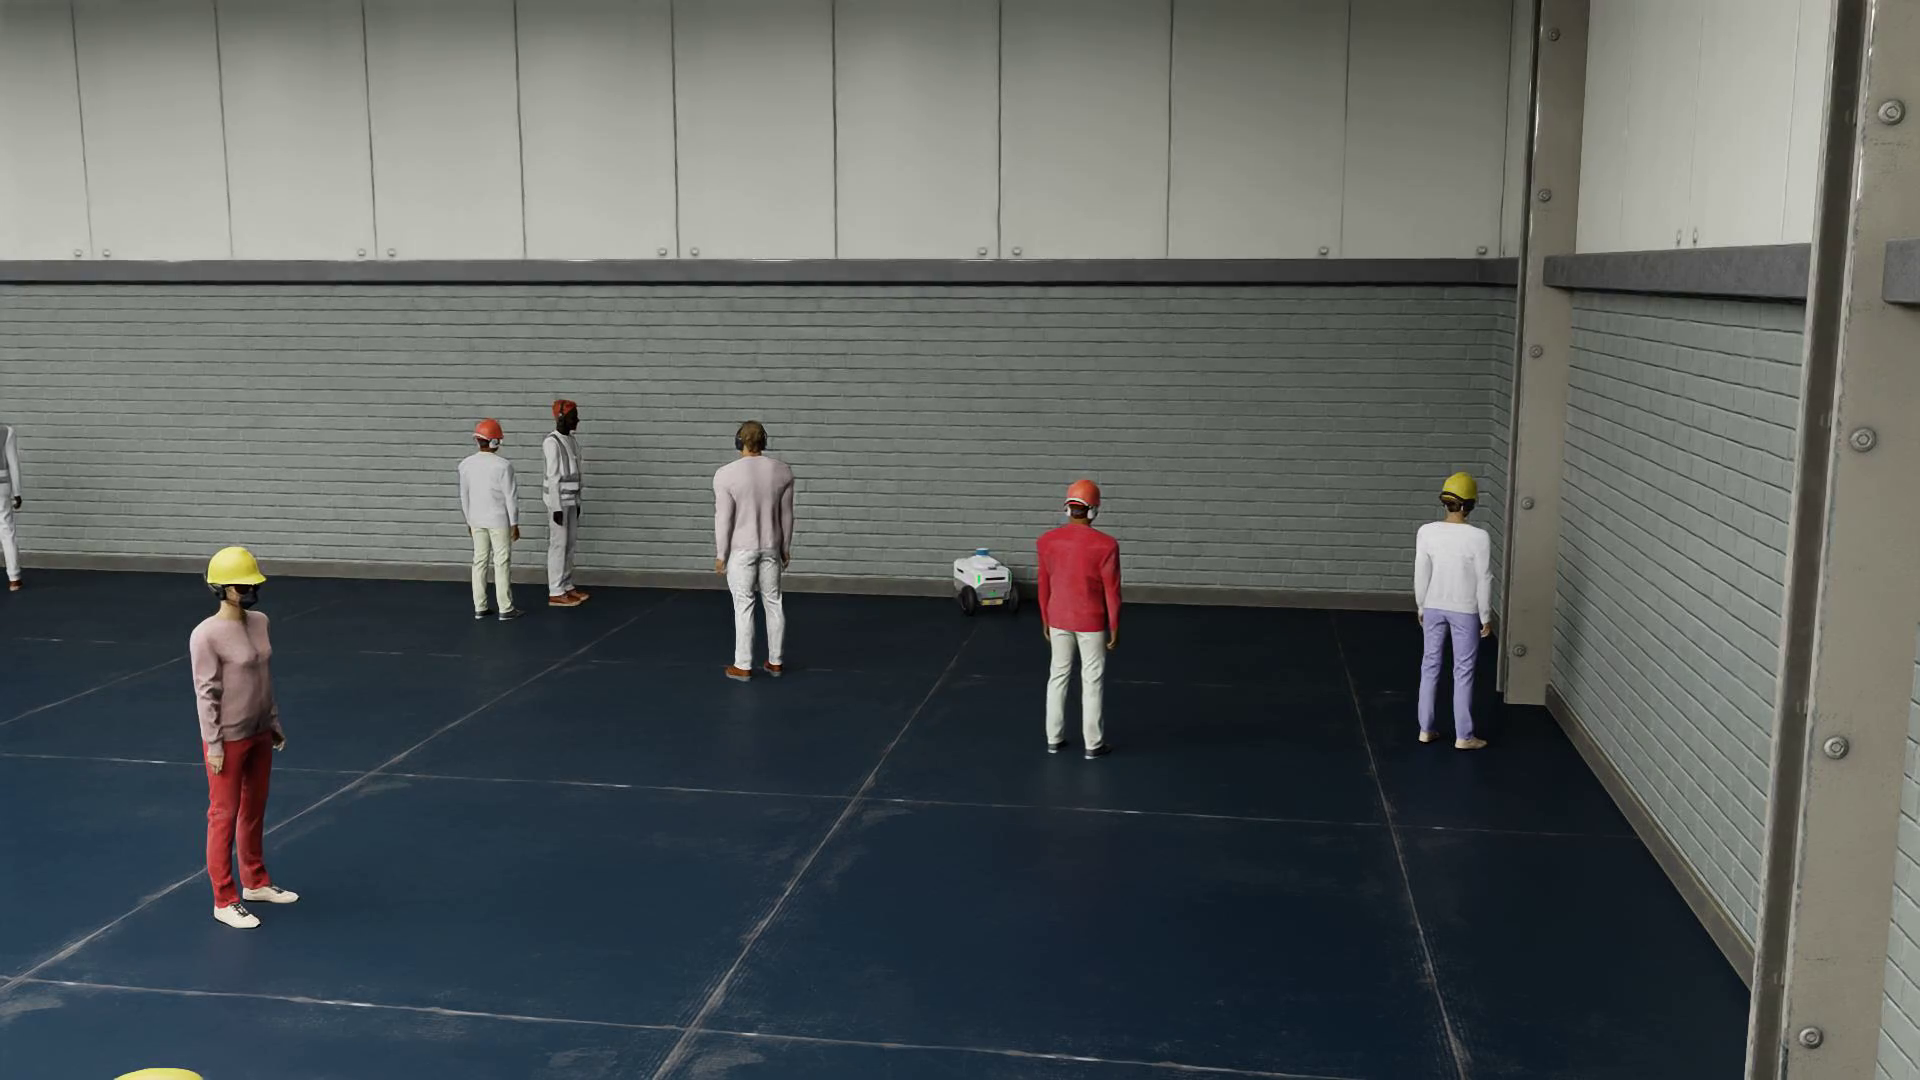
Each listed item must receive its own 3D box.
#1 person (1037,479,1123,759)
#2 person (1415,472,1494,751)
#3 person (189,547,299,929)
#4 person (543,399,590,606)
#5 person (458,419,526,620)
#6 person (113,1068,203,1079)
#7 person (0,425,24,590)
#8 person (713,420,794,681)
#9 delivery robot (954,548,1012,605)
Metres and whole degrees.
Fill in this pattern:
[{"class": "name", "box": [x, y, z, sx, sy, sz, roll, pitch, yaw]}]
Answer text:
[{"class": "person", "box": [0.759, 0.487, 10.406, 0.566, 1.743, 0.344, 5, 10, 28]}, {"class": "person", "box": [3.133, 0.452, 10.554, 0.523, 1.769, 0.313, 9, 13, 43]}, {"class": "person", "box": [-3.345, 0.905, 7.763, 0.312, 1.768, 0.522, 2, 9, 11]}, {"class": "person", "box": [-3.592, -0.338, 15.102, 0.351, 1.878, 0.568, 1, 9, 9]}, {"class": "person", "box": [-4.067, -0.178, 14.473, 0.563, 1.752, 0.328, 3, 10, 21]}, {"class": "person", "box": [-1.250, 1.708, 2.631, 0.403, 1.825, 0.586, -2, 9, -12]}, {"class": "person", "box": [-9.166, -0.437, 15.674, 0.573, 1.884, 0.359, -6, 11, -33]}, {"class": "person", "box": [-1.529, 0.078, 12.330, 0.630, 1.940, 0.370, -6, 11, -31]}, {"class": "delivery robot", "box": [0.196, 0.314, 14.839, 0.477, 0.478, 0.707, -3, 10, -18]}]
